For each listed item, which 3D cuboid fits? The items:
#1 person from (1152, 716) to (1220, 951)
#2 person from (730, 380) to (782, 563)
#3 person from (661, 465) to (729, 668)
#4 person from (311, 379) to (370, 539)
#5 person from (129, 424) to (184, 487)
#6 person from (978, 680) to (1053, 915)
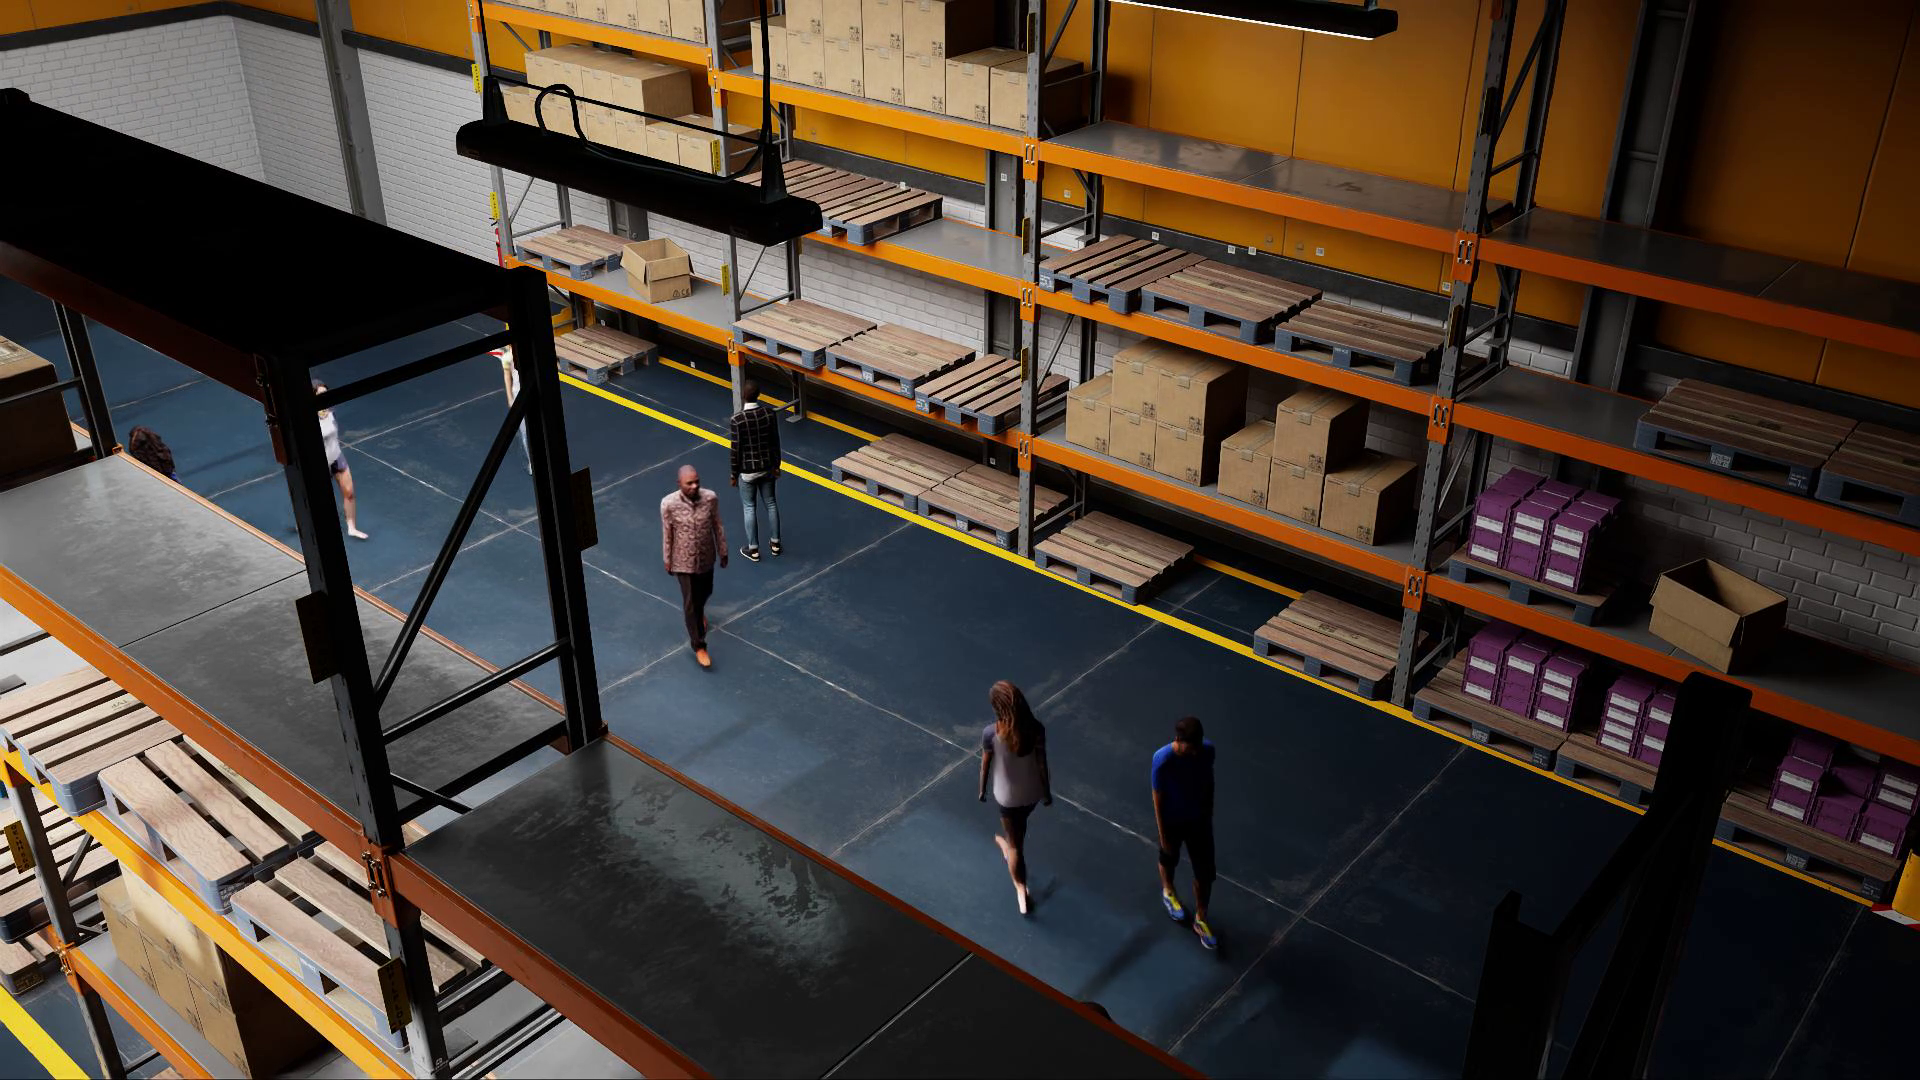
[{"bbox_3d":[1.468,1.834,11.274,0.945,1.821,1.030,-9,30,-16],"label":"person"},{"bbox_3d":[-1.947,-0.669,15.864,0.737,1.819,0.679,-15,32,-25],"label":"person"},{"bbox_3d":[-2.332,0.115,14.459,1.031,1.788,1.289,-14,31,-24],"label":"person"},{"bbox_3d":[-6.231,-0.774,16.196,0.993,1.685,0.764,11,30,19],"label":"person"},{"bbox_3d":[-7.442,-0.339,15.470,0.538,1.617,0.606,21,35,33],"label":"person"},{"bbox_3d":[0.428,1.817,11.460,0.976,1.673,1.105,-5,29,-9],"label":"person"}]
